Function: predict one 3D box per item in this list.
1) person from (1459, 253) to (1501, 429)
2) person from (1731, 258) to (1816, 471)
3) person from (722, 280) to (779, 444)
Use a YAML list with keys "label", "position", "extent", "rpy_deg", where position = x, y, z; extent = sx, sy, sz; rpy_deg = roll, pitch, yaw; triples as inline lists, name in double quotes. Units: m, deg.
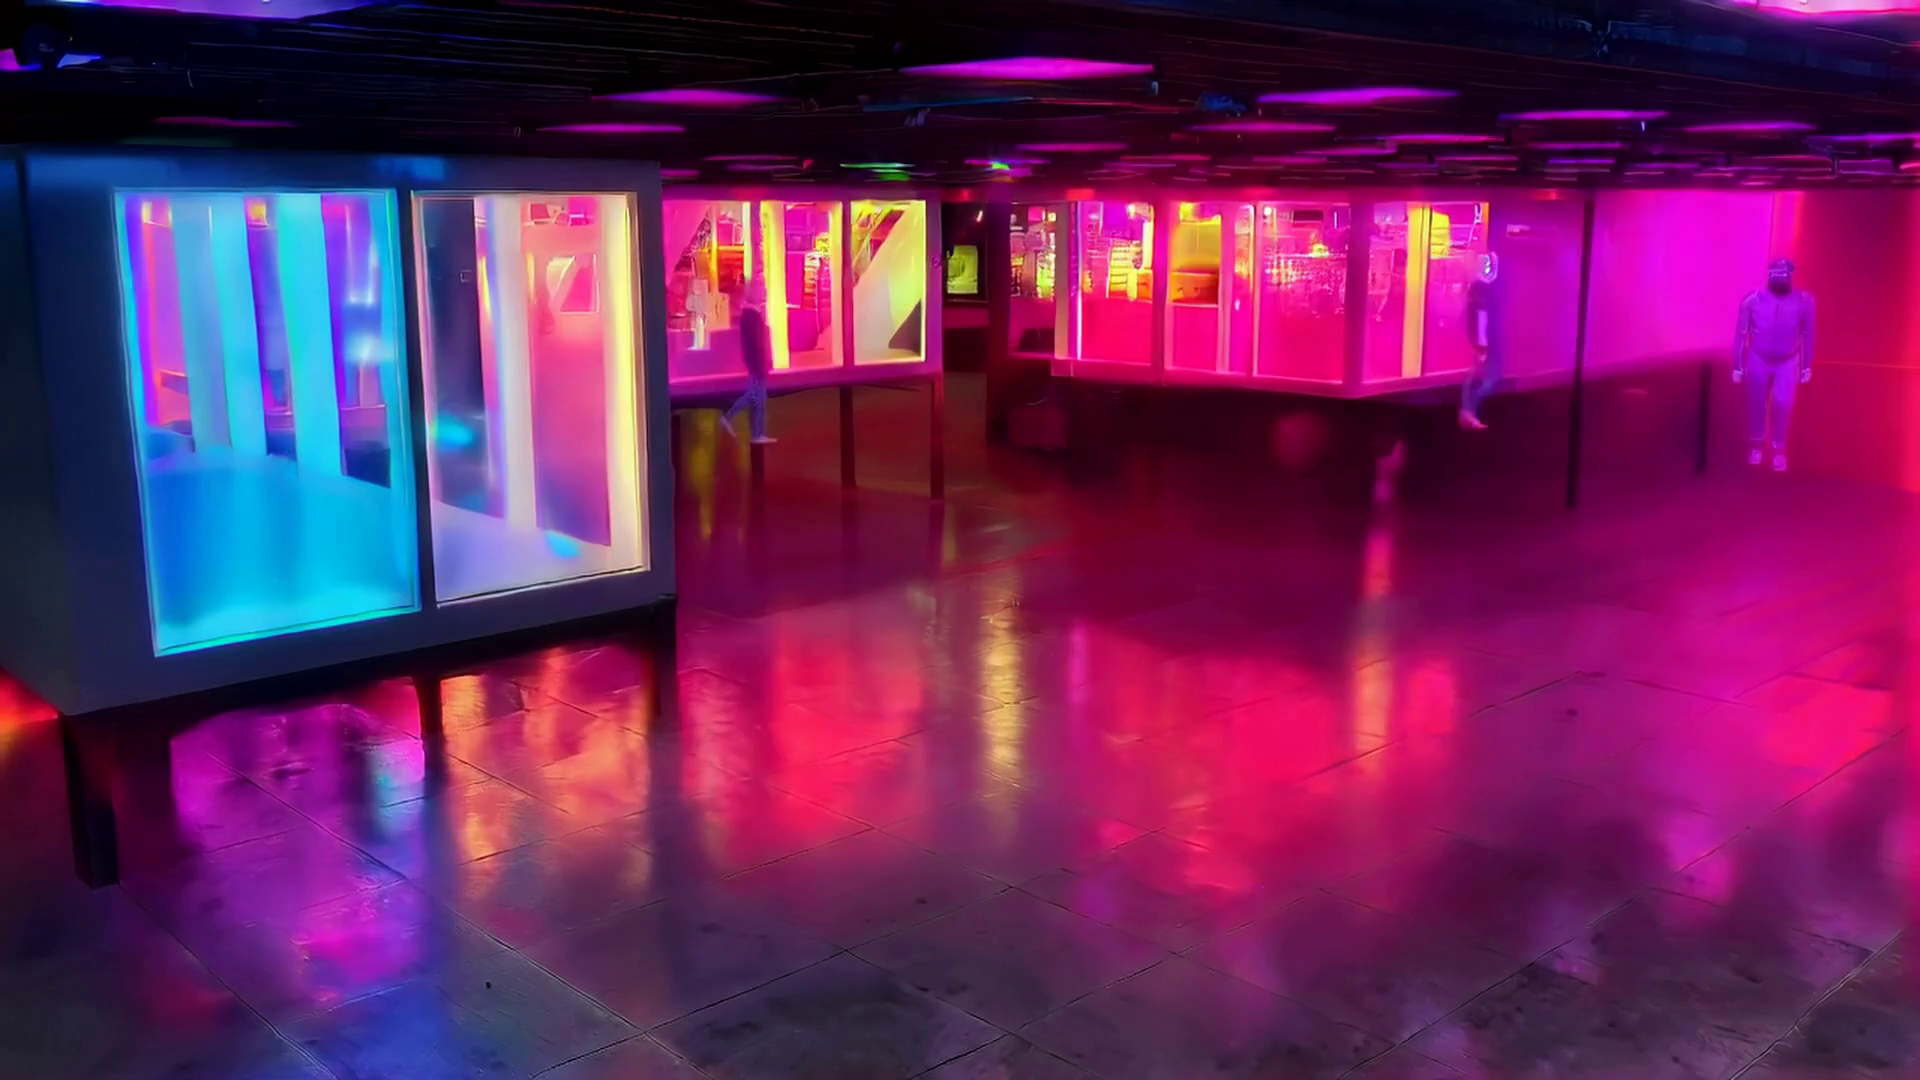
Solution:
- label: "person"
  position: [5.477, -2.068, 17.461]
  extent: [0.397, 1.855, 0.561]
  rpy_deg: [-1, 11, -3]
- label: "person"
  position: [7.251, -1.563, 14.865]
  extent: [0.673, 1.874, 0.799]
  rpy_deg: [5, 12, 23]
- label: "person"
  position: [-2.066, -1.746, 16.413]
  extent: [0.443, 1.620, 0.527]
  rpy_deg: [-6, 13, -26]
